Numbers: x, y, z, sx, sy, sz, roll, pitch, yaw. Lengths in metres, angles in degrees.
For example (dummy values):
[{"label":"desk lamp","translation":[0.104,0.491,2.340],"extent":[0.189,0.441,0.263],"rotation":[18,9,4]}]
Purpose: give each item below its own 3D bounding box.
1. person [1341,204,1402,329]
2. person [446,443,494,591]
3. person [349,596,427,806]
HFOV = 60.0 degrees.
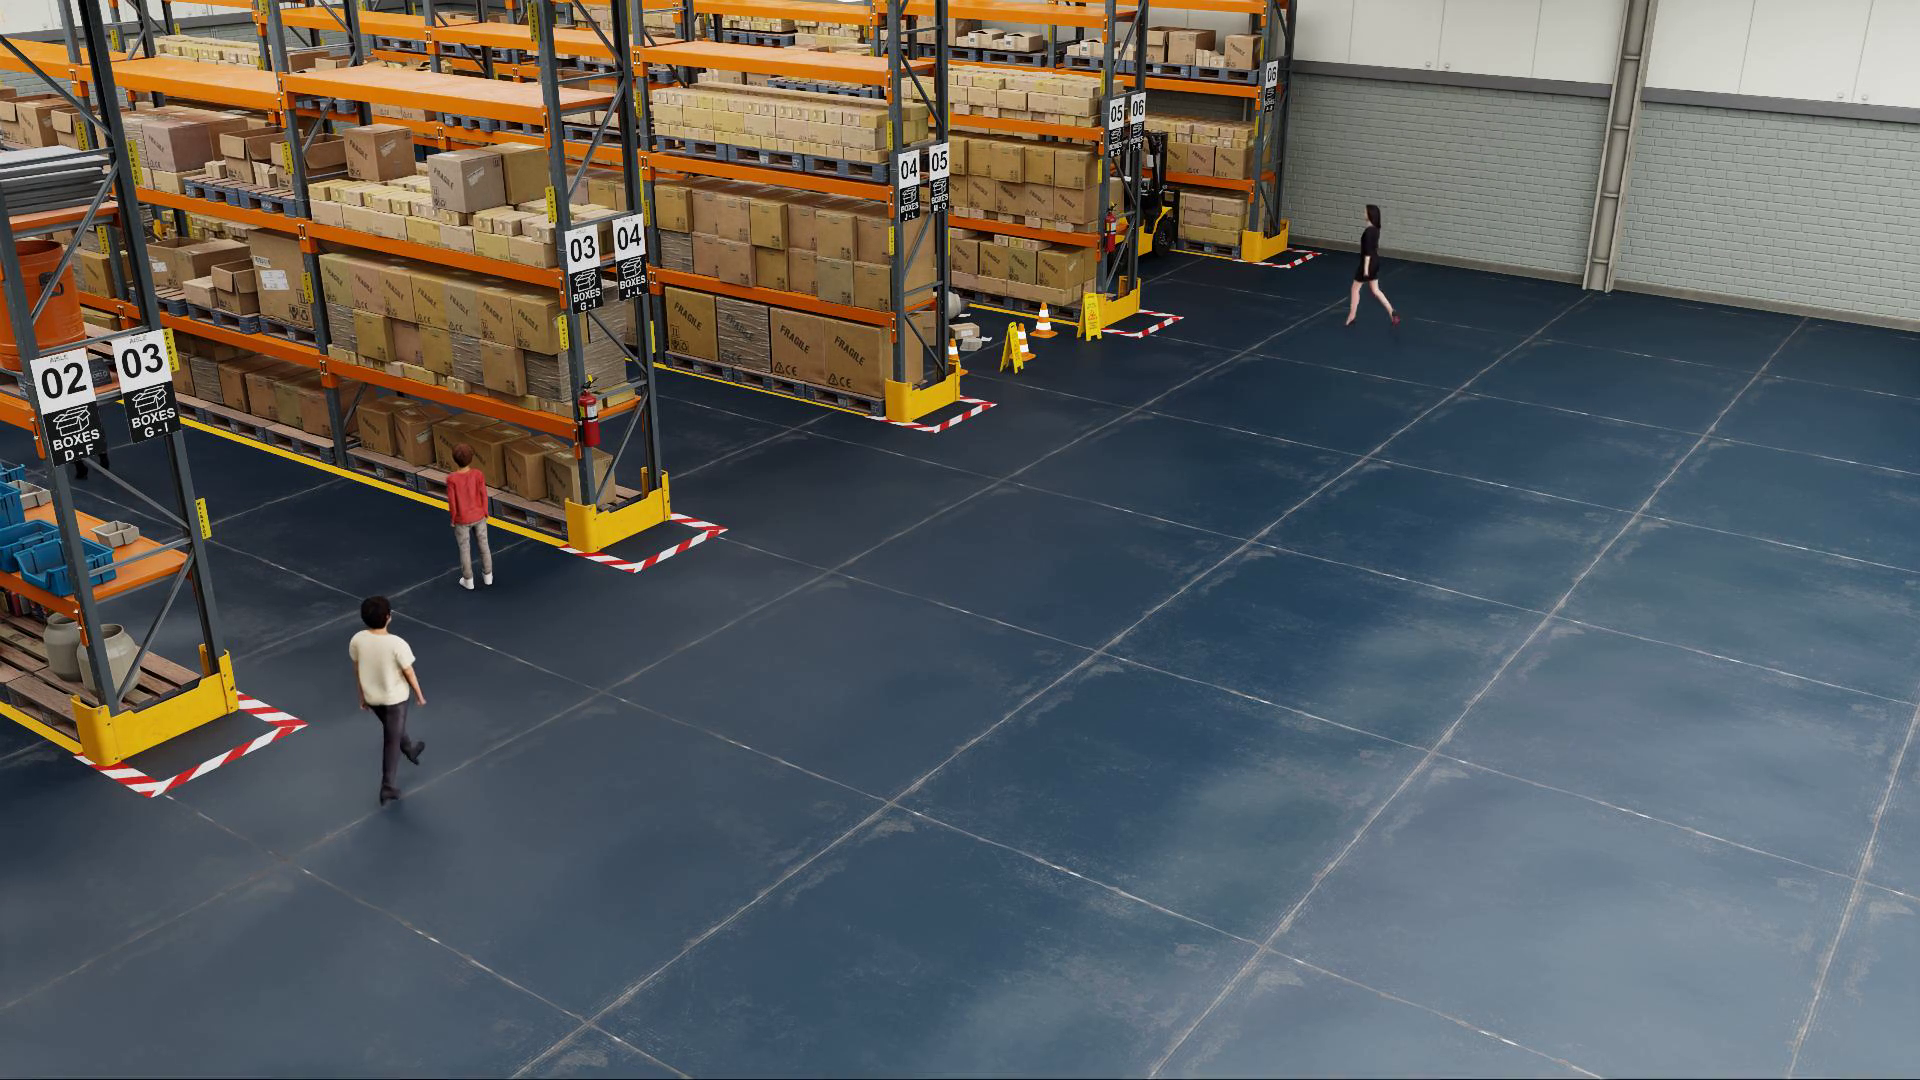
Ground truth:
[{"label":"person","translation":[5.854,-3.805,23.451],"extent":[1.072,1.780,0.630],"rotation":[17,28,34]},{"label":"person","translation":[-4.574,-0.232,15.512],"extent":[0.592,1.417,0.609],"rotation":[-13,26,-28]},{"label":"person","translation":[-4.164,1.188,11.993],"extent":[0.995,1.556,0.898],"rotation":[5,23,11]}]
